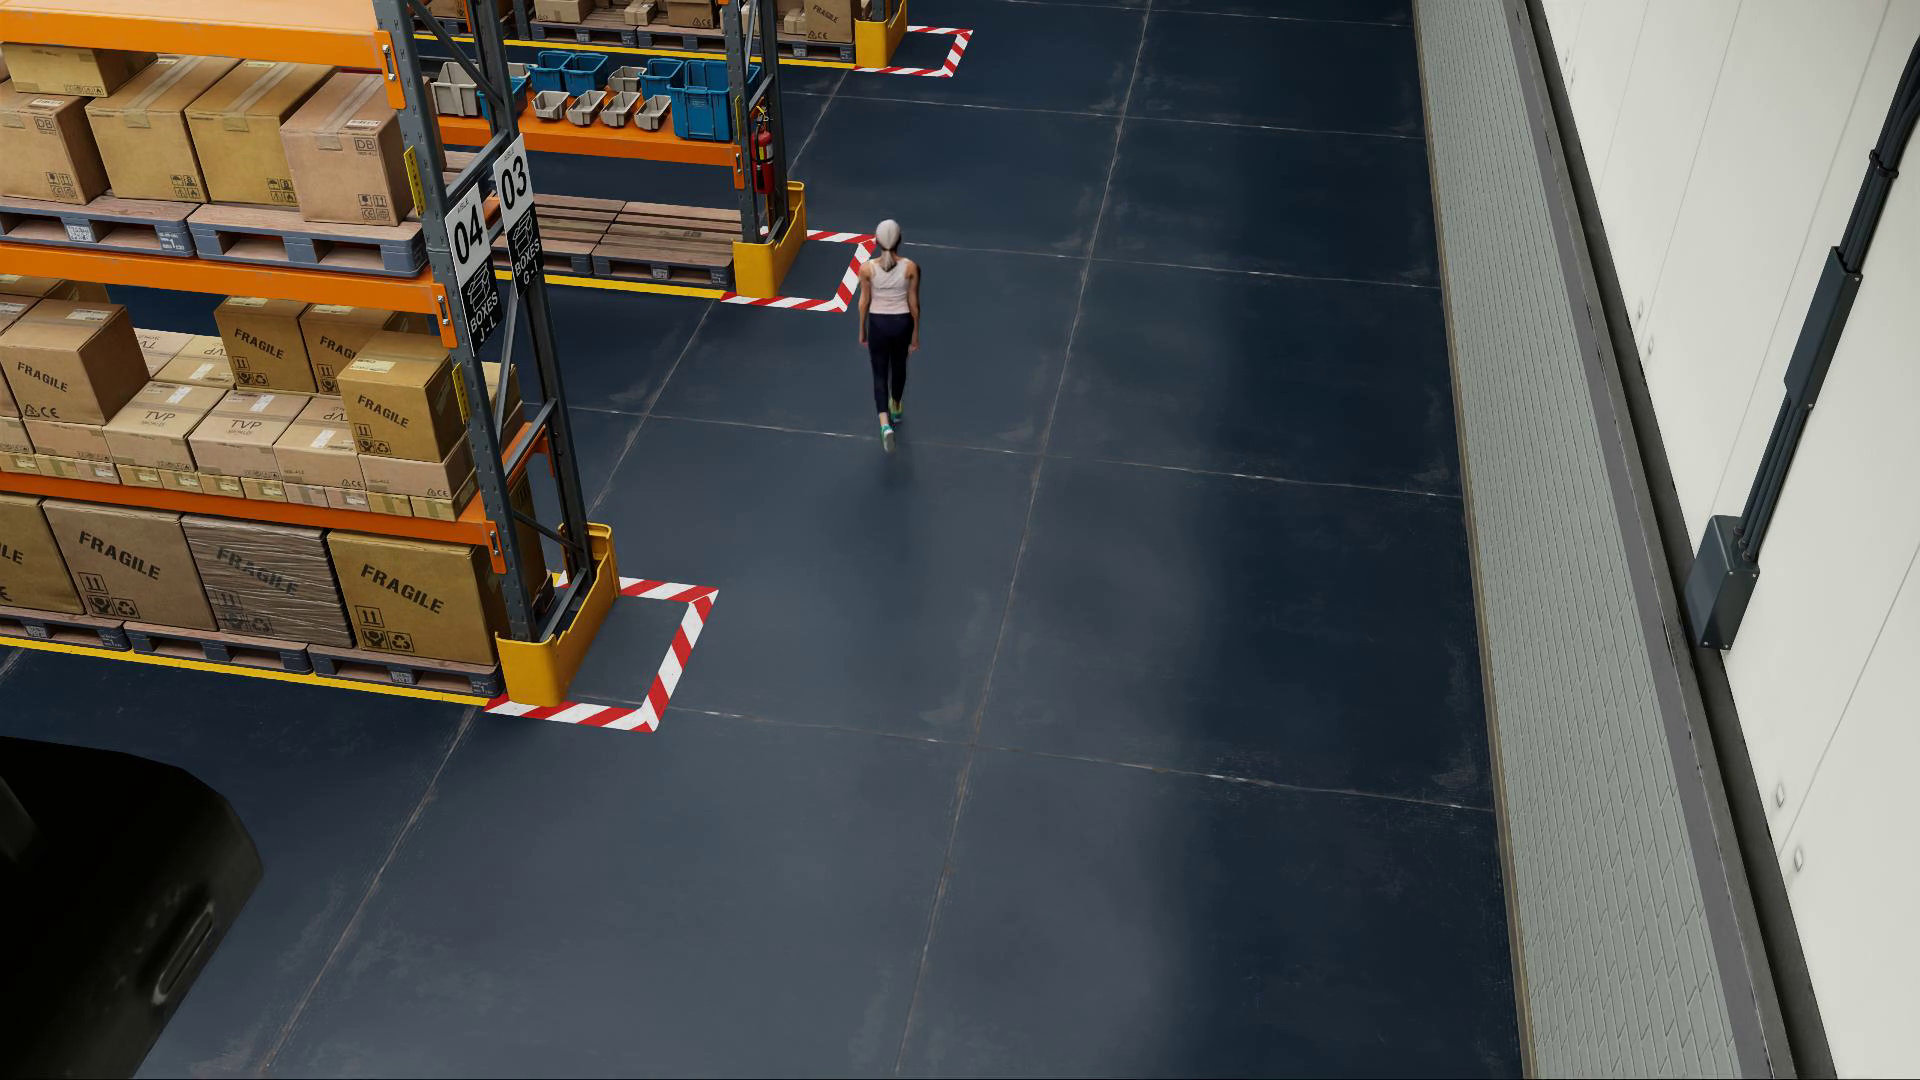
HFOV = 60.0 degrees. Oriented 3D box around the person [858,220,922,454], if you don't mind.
[{"bbox_3d":[-0.483,-1.409,11.716,1.079,1.674,0.823,-1,38,-2],"label":"person"}]
